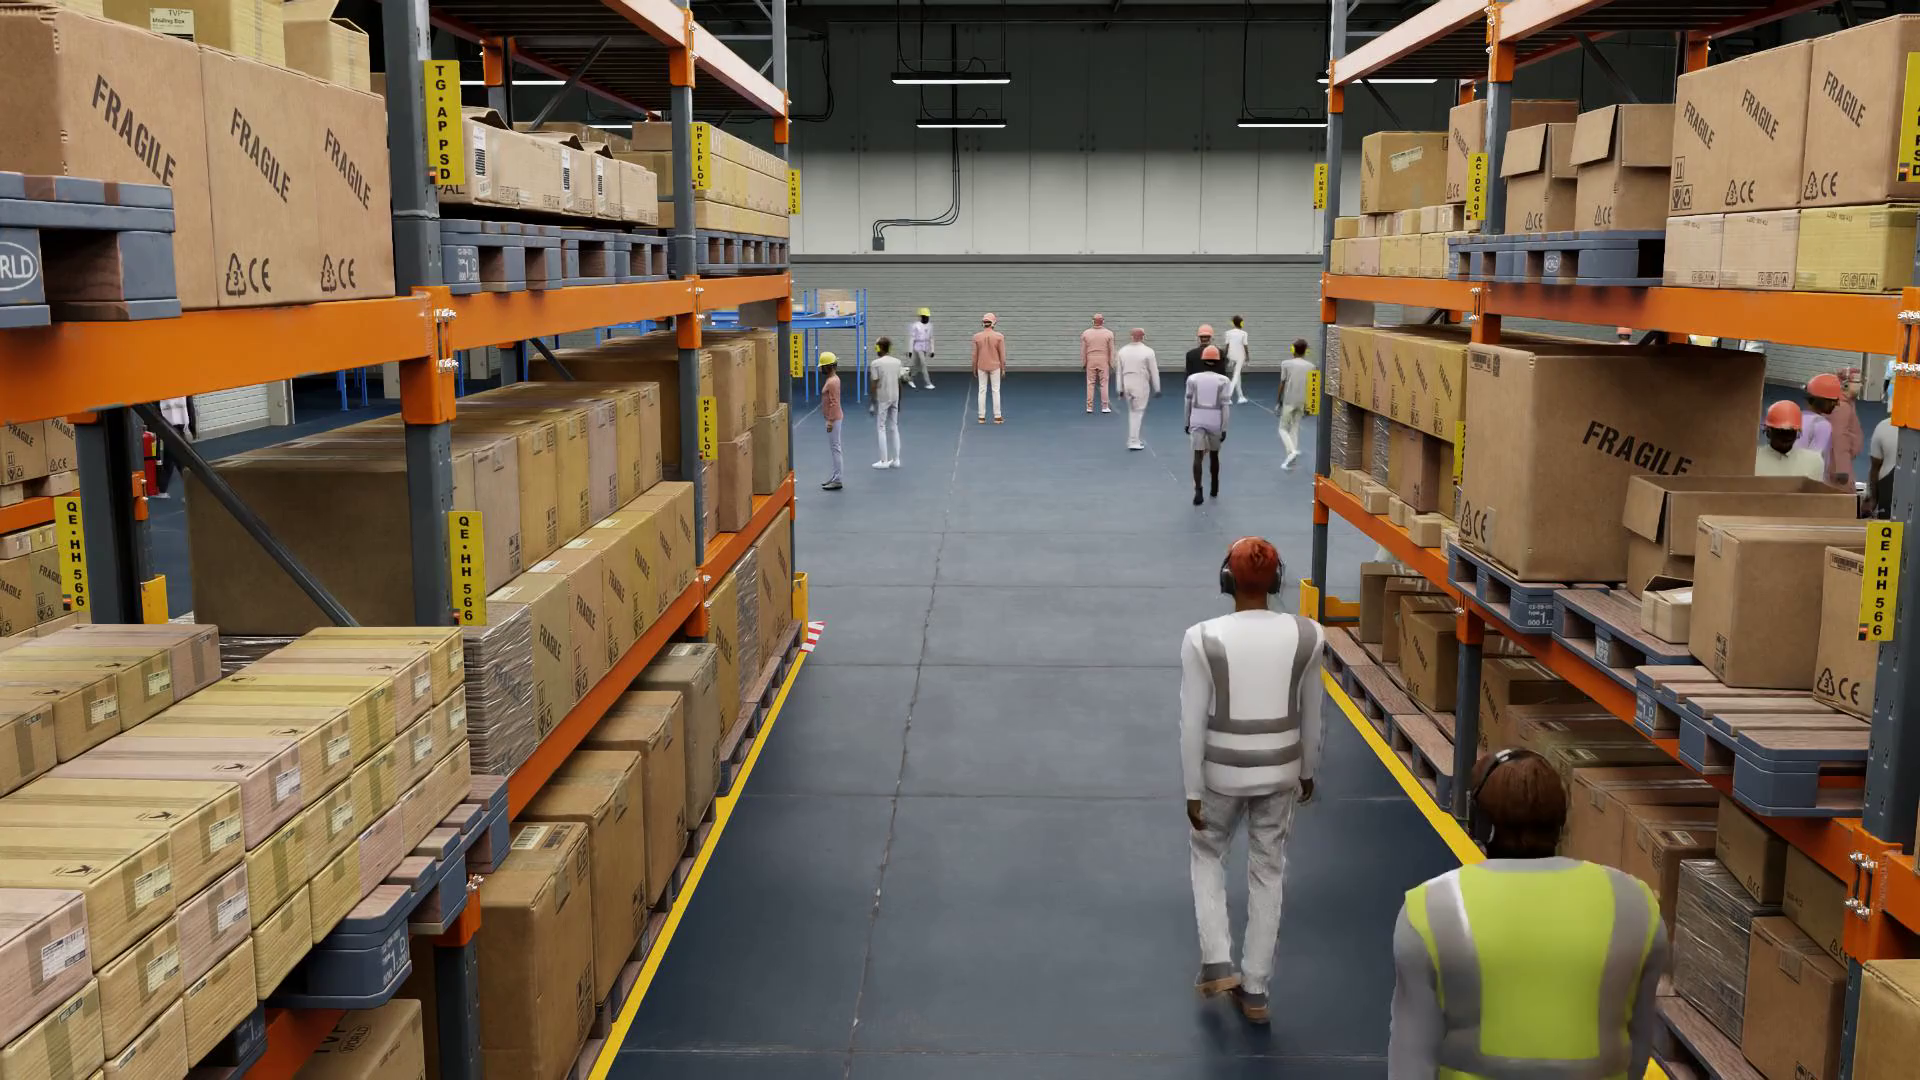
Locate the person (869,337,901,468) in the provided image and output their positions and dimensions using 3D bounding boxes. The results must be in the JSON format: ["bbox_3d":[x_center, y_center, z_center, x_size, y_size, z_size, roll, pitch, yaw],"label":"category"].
[{"bbox_3d":[-1.071,-1.947,23.579,0.542,1.852,0.387,-7,11,-34],"label":"person"}]

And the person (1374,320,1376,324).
[{"bbox_3d":[9.698,-4.691,40.077,0.644,1.828,0.573,2,10,12],"label":"person"}]

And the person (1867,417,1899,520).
[{"bbox_3d":[7.699,-0.325,13.417,0.700,2.000,0.749,8,12,39],"label":"person"}]

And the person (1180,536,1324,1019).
[{"bbox_3d":[1.116,0.907,6.437,0.581,1.868,0.434,-1,9,-3],"label":"person"}]

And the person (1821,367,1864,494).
[{"bbox_3d":[8.644,-0.757,16.324,0.433,1.888,0.665,4,10,24],"label":"person"}]

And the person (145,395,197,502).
[{"bbox_3d":[-9.654,-1.410,20.324,0.987,1.872,0.605,4,10,24],"label":"person"}]

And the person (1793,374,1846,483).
[{"bbox_3d":[7.102,-0.417,14.067,0.972,1.973,0.568,-4,10,-24],"label":"person"}]

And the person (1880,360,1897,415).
[{"bbox_3d":[14.597,-2.234,25.802,0.363,1.688,0.545,-6,11,-33],"label":"person"}]

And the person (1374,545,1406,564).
[{"bbox_3d":[3.930,-0.499,15.054,0.840,1.806,0.599,-9,13,-43],"label":"person"}]

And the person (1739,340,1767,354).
[{"bbox_3d":[17.044,-4.032,35.774,0.605,1.948,0.406,-1,10,-5],"label":"person"}]

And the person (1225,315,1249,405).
[{"bbox_3d":[5.694,-3.718,34.262,0.528,1.835,0.930,9,13,42],"label":"person"}]

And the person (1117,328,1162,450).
[{"bbox_3d":[2.831,-2.354,25.948,0.668,1.881,0.775,9,13,43],"label":"person"}]

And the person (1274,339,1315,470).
[{"bbox_3d":[4.678,-1.885,23.216,0.556,1.843,0.485,-2,10,-9],"label":"person"}]

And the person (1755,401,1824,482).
[{"bbox_3d":[5.575,0.037,11.360,0.662,1.951,0.944,2,10,11],"label":"person"}]

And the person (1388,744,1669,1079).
[{"bbox_3d":[1.307,1.373,3.874,0.628,1.802,0.947,1,10,6],"label":"person"}]

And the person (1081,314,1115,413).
[{"bbox_3d":[2.674,-3.414,32.177,0.651,1.912,0.409,2,10,13],"label":"person"}]

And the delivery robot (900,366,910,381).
[{"bbox_3d":[-1.576,-4.040,39.832,0.707,0.478,0.477,5,11,25],"label":"delivery robot"}]

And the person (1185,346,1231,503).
[{"bbox_3d":[3.027,-1.428,20.353,0.564,1.881,1.009,2,10,13],"label":"person"}]

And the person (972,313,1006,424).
[{"bbox_3d":[0.531,-3.110,30.141,0.611,1.985,0.394,2,10,12],"label":"person"}]

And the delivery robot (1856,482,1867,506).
[{"bbox_3d":[10.076,-0.590,19.166,0.477,0.478,0.707,-2,10,-12],"label":"delivery robot"}]

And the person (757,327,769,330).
[{"bbox_3d":[-3.492,-2.860,28.974,0.867,1.877,0.654,-1,10,-4],"label":"person"}]

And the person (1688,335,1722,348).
[{"bbox_3d":[14.447,-3.394,32.295,0.619,1.837,0.430,6,11,30],"label":"person"}]

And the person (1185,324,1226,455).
[{"bbox_3d":[3.676,-2.248,24.985,0.630,1.976,0.707,3,10,18],"label":"person"}]

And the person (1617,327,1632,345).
[{"bbox_3d":[10.957,-2.620,27.520,0.569,1.889,1.005,3,10,16],"label":"person"}]

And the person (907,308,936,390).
[{"bbox_3d":[-0.913,-4.427,38.397,0.596,1.874,1.025,-9,13,-43],"label":"person"}]

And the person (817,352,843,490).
[{"bbox_3d":[-1.663,-1.538,21.404,0.324,1.760,0.523,-1,10,-4],"label":"person"}]

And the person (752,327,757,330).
[{"bbox_3d":[-3.764,-3.087,30.314,1.002,1.895,0.562,1,10,6],"label":"person"}]
